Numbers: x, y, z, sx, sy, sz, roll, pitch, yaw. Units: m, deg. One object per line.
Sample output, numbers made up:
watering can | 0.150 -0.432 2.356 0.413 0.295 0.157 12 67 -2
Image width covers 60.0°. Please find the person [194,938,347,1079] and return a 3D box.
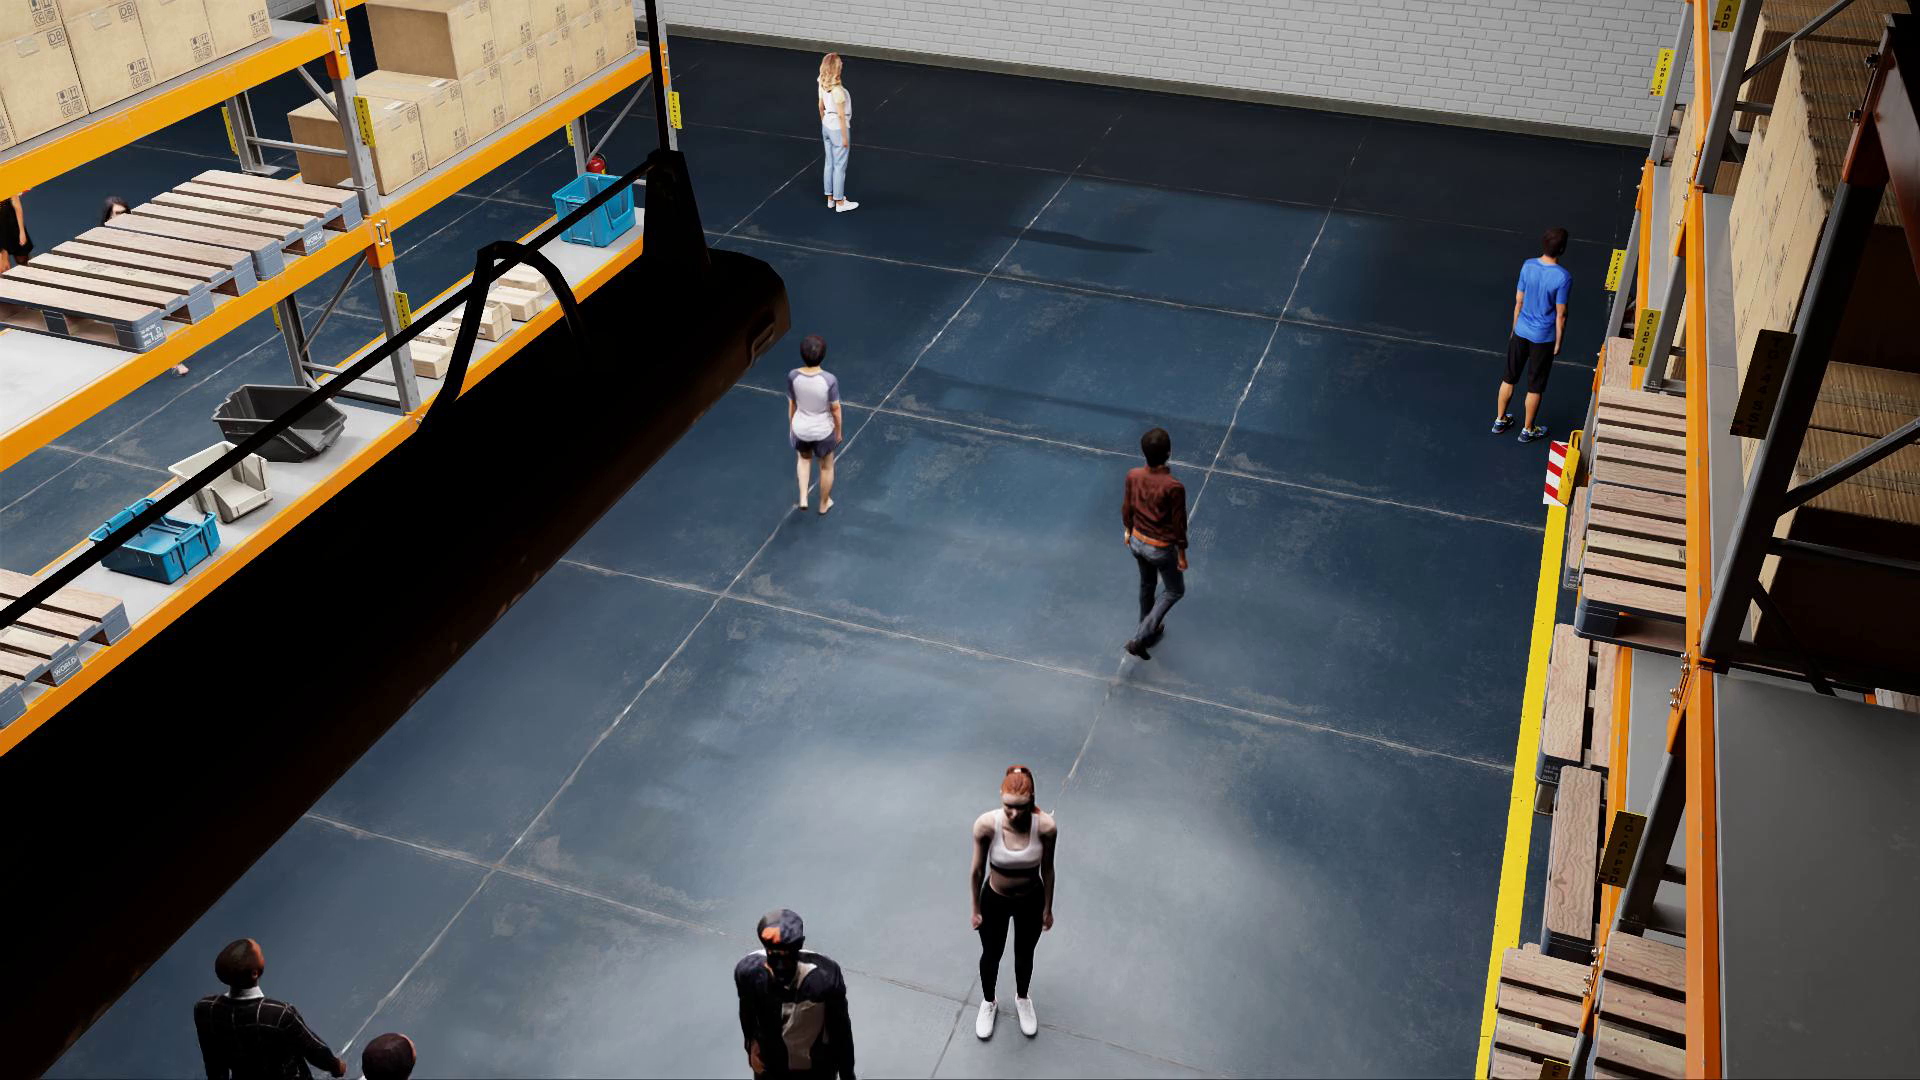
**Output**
person | -3.106 2.590 7.440 0.691 1.768 1.159 9 35 13

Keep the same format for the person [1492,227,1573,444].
person | 4.768 -1.703 13.809 0.703 1.869 0.695 -28 43 -35

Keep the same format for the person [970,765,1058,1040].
person | 0.267 1.864 8.559 0.658 1.740 0.645 -1 34 -2

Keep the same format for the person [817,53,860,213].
person | -1.354 -4.420 18.028 0.730 1.723 0.712 -22 40 -30

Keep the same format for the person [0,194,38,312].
person | -8.968 -2.914 15.695 0.997 1.797 1.132 -7 34 -10

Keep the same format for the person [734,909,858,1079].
person | -0.744 2.343 7.736 0.945 1.853 1.304 1 34 1

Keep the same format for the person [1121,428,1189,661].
person | 1.286 0.079 11.220 0.856 1.767 0.965 25 41 33

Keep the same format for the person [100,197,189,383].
person | -7.290 -2.234 14.753 0.677 1.709 0.751 -14 36 -20

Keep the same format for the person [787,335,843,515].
person | -1.140 -0.836 12.793 0.615 1.549 0.680 7 34 10
